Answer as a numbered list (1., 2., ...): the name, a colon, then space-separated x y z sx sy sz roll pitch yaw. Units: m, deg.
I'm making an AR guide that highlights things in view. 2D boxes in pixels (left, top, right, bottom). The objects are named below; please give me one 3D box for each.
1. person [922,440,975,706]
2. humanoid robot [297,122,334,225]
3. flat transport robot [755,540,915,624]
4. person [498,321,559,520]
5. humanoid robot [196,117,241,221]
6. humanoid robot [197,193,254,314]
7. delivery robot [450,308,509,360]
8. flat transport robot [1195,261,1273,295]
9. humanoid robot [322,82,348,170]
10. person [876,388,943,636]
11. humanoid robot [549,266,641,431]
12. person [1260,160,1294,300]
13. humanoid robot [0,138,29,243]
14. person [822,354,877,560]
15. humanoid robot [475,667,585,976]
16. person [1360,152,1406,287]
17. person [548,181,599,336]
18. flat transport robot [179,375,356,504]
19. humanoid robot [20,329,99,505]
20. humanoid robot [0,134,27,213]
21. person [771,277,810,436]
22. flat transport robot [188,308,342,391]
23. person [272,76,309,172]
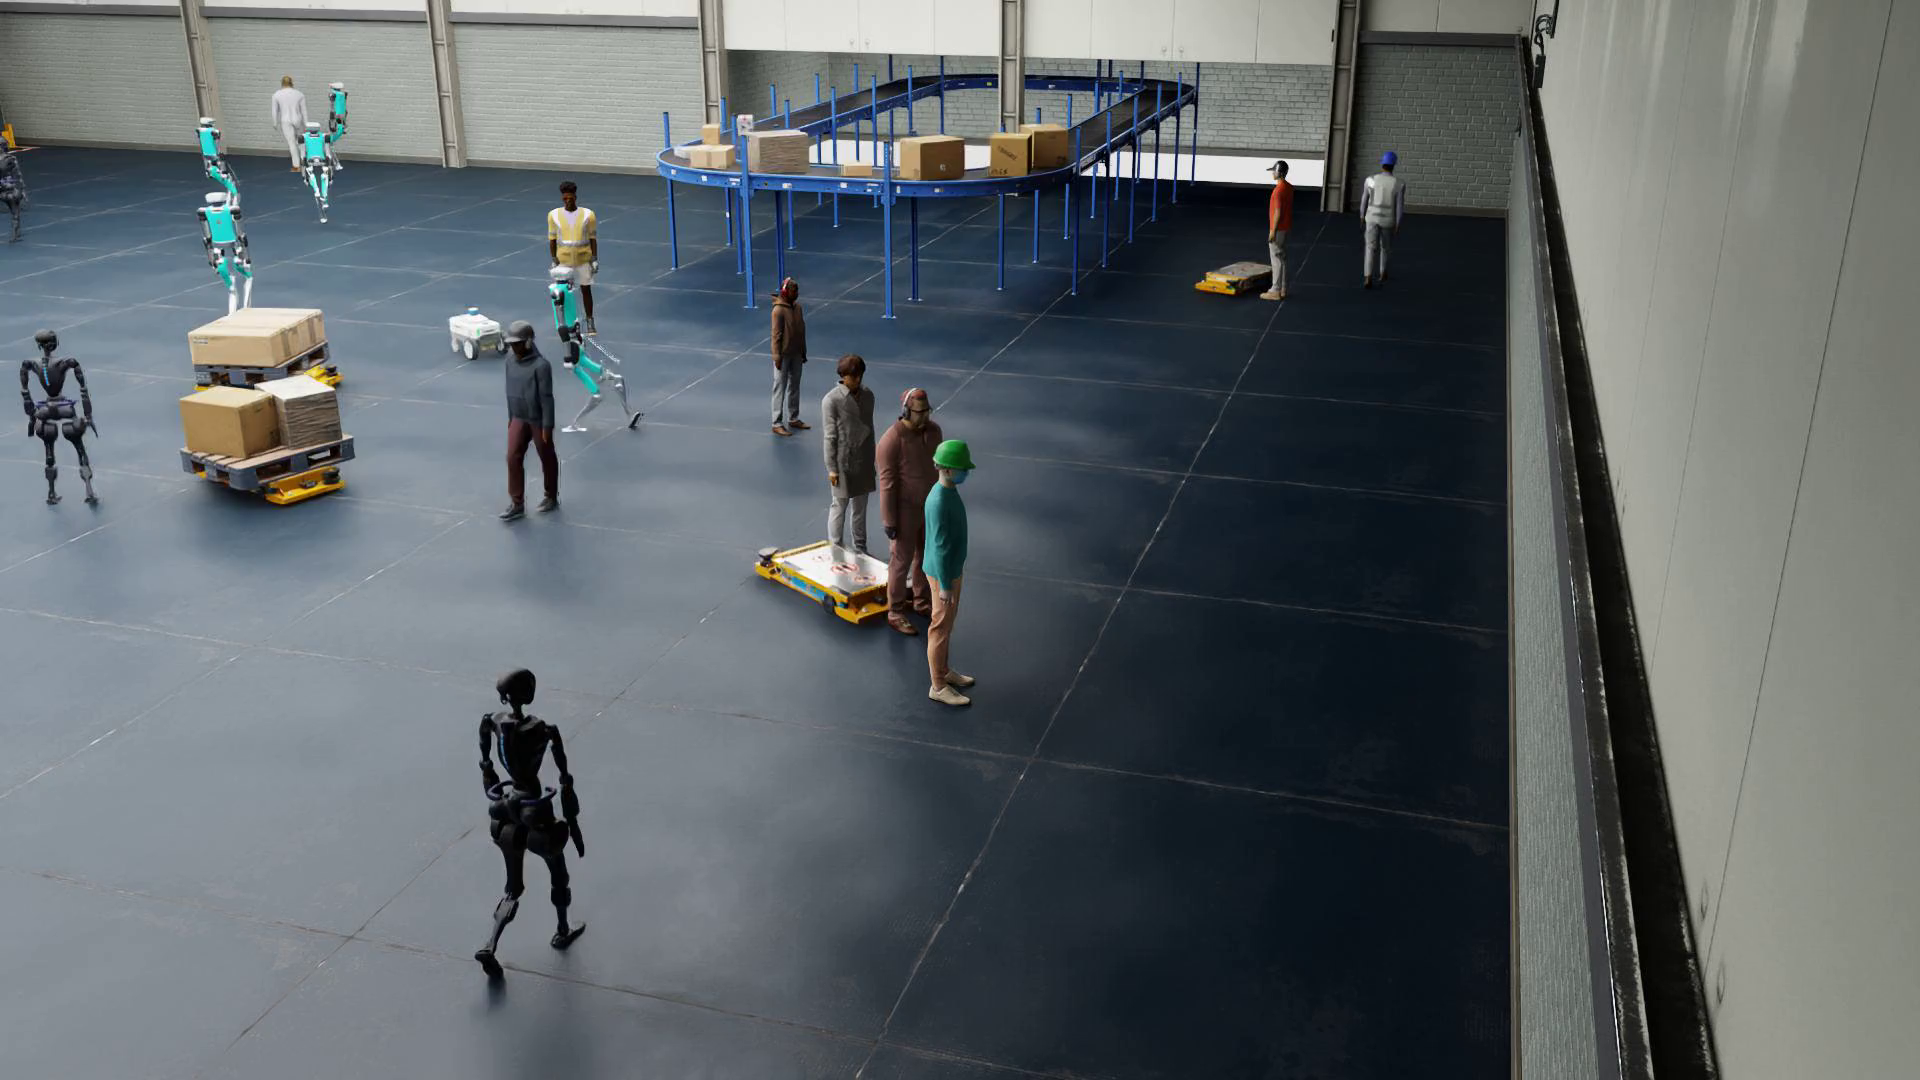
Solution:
1. person: -0.076 0.211 11.409 0.355 1.868 0.508 3 21 7
2. humanoid robot: -10.800 -6.123 28.067 0.554 1.760 1.047 -10 23 -25
3. flat transport robot: -0.983 0.309 13.377 0.659 0.231 1.431 -17 27 -37
4. person: -3.879 -1.044 14.761 0.580 1.788 0.740 9 23 22
5. humanoid robot: -12.730 -6.396 28.791 0.543 1.848 0.653 12 24 29
6. humanoid robot: -9.460 -3.640 21.603 0.548 1.793 0.850 -3 21 -9
7. delivery robot: -5.928 -2.537 20.346 0.765 0.583 0.499 20 29 41
8. flat transport robot: 4.048 -3.774 23.966 0.659 0.231 1.431 16 26 36
9. humanoid robot: -12.877 -8.471 34.103 0.710 1.781 0.533 5 22 13
10. person: -0.329 -0.224 12.503 0.403 1.900 0.648 17 27 37
11. humanoid robot: -3.727 -1.943 17.224 0.925 1.788 0.544 -1 21 -1
12. person: 4.382 -4.295 23.039 0.415 1.909 0.480 13 25 30
13. humanoid robot: -15.398 -5.692 26.995 0.615 1.639 0.567 6 22 14
14. person: -0.887 -0.626 13.636 0.502 1.830 0.366 -17 27 -38
15. humanoid robot: -2.247 1.443 8.509 0.589 1.638 0.690 8 22 20
16. person: 6.031 -4.594 23.829 0.611 1.906 0.972 7 22 17
17. person: -4.880 -3.553 21.036 0.611 1.963 0.361 -4 22 -11
18. flat transport robot: -6.553 -0.635 15.823 1.431 0.231 0.659 15 26 34
19. humanoid robot: -8.197 -1.106 15.106 0.603 1.633 0.433 -4 21 -11
20. humanoid robot: -16.945 -6.601 29.356 0.488 1.636 0.603 4 21 10
21. person: -1.779 -1.903 17.202 0.310 1.647 0.463 15 25 33
22. flat transport robot: -7.883 -1.833 18.931 1.431 0.231 0.659 2 21 5
23. person: -13.702 -8.531 34.076 0.674 1.859 1.101 -10 23 -25
